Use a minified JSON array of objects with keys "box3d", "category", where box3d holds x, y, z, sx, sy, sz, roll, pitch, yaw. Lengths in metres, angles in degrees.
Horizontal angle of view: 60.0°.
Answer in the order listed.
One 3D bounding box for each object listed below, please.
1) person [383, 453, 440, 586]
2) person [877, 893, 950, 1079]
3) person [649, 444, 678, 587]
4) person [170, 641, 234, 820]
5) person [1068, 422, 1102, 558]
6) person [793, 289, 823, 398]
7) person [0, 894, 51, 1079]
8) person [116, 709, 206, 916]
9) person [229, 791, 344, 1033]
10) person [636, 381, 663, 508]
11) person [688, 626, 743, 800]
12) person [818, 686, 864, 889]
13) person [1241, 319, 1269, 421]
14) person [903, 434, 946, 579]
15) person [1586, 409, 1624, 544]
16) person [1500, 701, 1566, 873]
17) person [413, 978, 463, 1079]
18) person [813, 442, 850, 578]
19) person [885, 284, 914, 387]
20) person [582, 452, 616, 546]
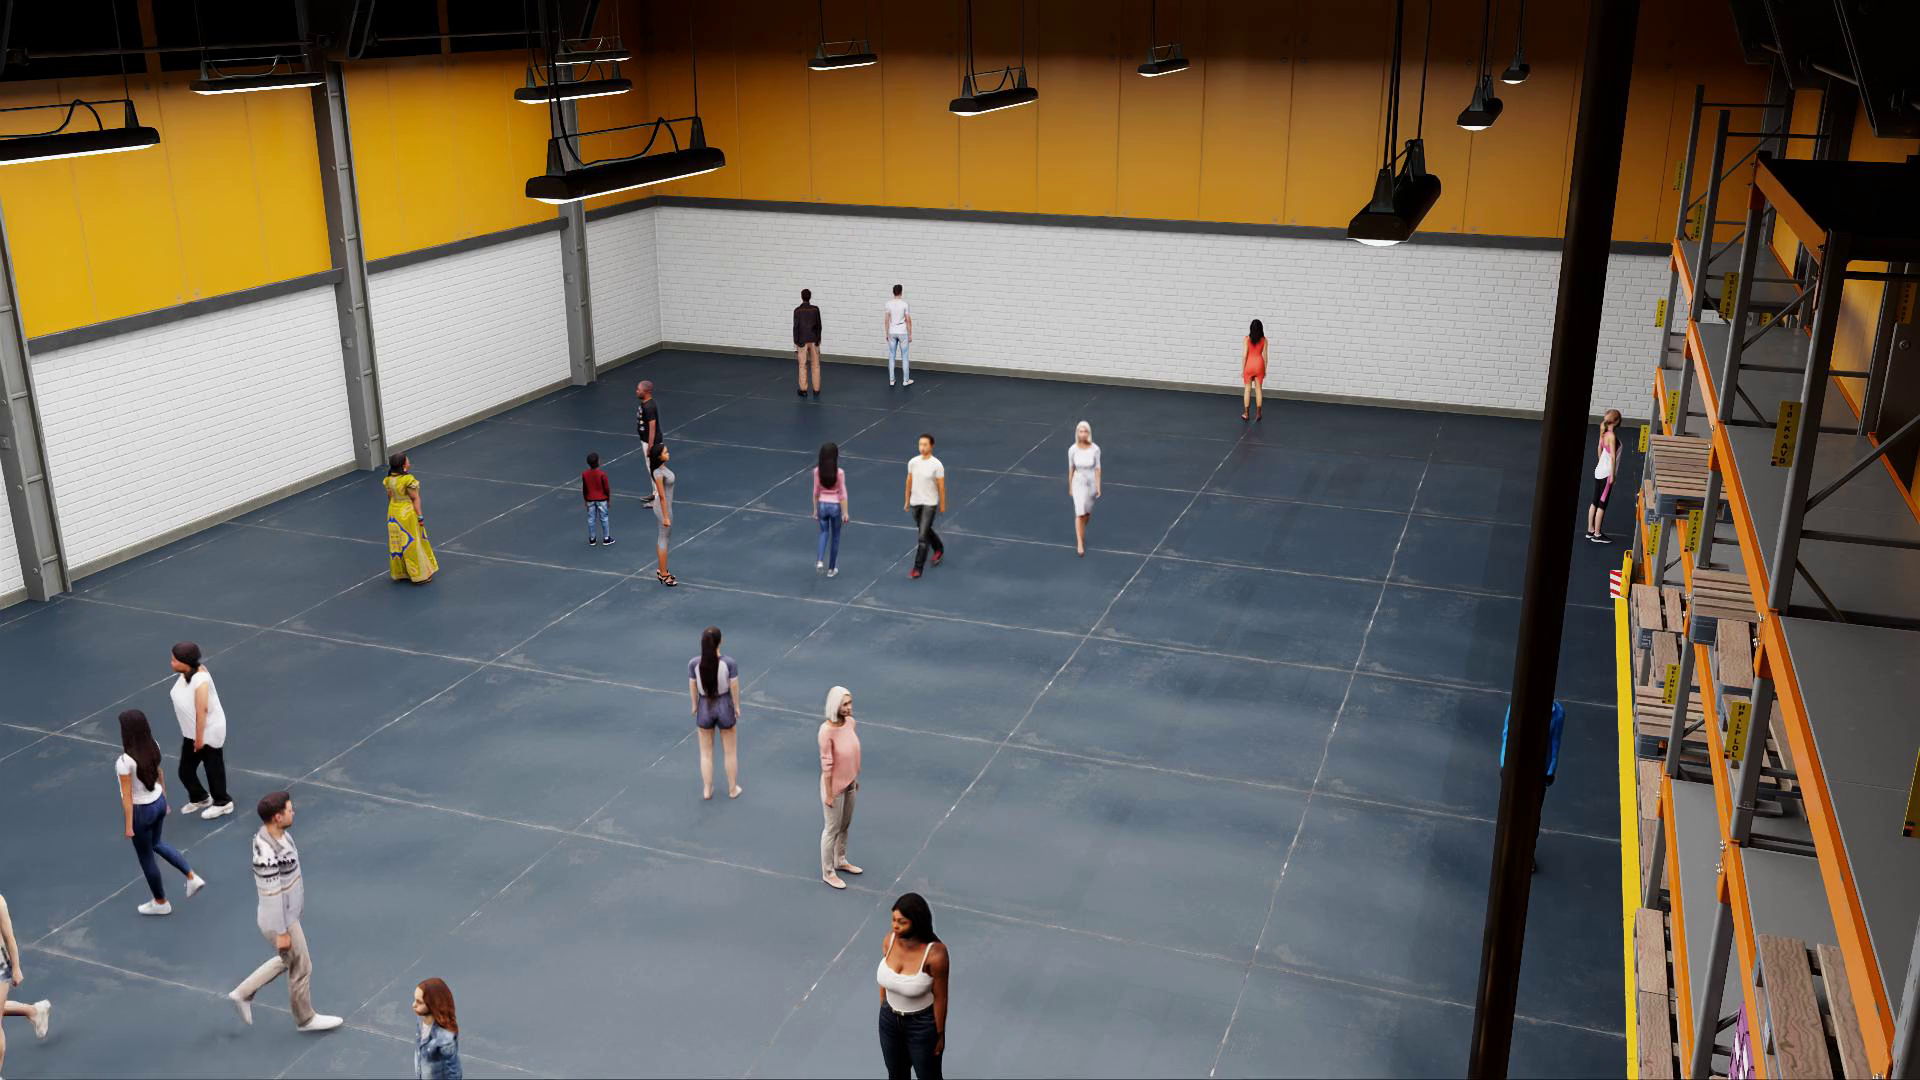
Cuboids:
[{"box3d":[-6.820,-0.277,20.467,0.880,1.660,0.804,9,21,25],"category":"person"},{"box3d":[-0.292,3.021,10.441,0.704,1.809,0.683,12,22,32],"category":"person"},{"box3d":[-3.648,-0.321,20.408,0.722,1.781,0.612,-3,19,-10],"category":"person"},{"box3d":[-6.646,1.657,14.697,0.861,1.677,0.821,-13,23,-35],"category":"person"},{"box3d":[1.618,-0.699,21.640,0.872,1.711,1.131,-2,19,-6],"category":"person"},{"box3d":[-2.726,-3.538,29.734,0.790,1.925,0.834,-7,20,-20],"category":"person"},{"box3d":[-6.425,2.843,11.097,0.802,1.728,1.144,1,19,3],"category":"person"},{"box3d":[-6.307,2.159,13.074,0.748,1.763,0.770,2,19,6],"category":"person"},{"box3d":[-4.808,2.632,11.565,1.070,1.829,1.041,-6,20,-18],"category":"person"},{"box3d":[-4.365,-1.368,23.483,0.817,1.804,0.718,-5,19,-14],"category":"person"},{"box3d":[-2.204,1.561,15.025,0.658,1.650,0.627,0,19,0],"category":"person"},{"box3d":[-0.989,1.990,13.634,0.692,1.724,0.502,10,21,27],"category":"person"},{"box3d":[4.972,-2.889,28.131,0.645,1.718,0.624,0,19,0],"category":"person"},{"box3d":[-0.395,-0.461,20.847,0.809,1.765,1.216,10,21,28],"category":"person"},{"box3d":[8.524,-0.861,22.001,0.731,1.788,0.582,0,19,-1],"category":"person"},{"box3d":[4.727,1.881,13.830,0.616,1.807,0.518,6,20,17],"category":"person"},{"box3d":[-3.145,3.312,10.097,0.632,1.476,0.624,17,25,42],"category":"person"},{"box3d":[-1.632,-0.342,20.550,0.602,1.730,0.729,5,19,14],"category":"person"},{"box3d":[-1.135,-3.772,30.547,0.662,1.850,0.560,5,19,15],"category":"person"},{"box3d":[-4.784,-0.547,21.901,0.554,1.256,0.555,1,19,4],"category":"person"}]
